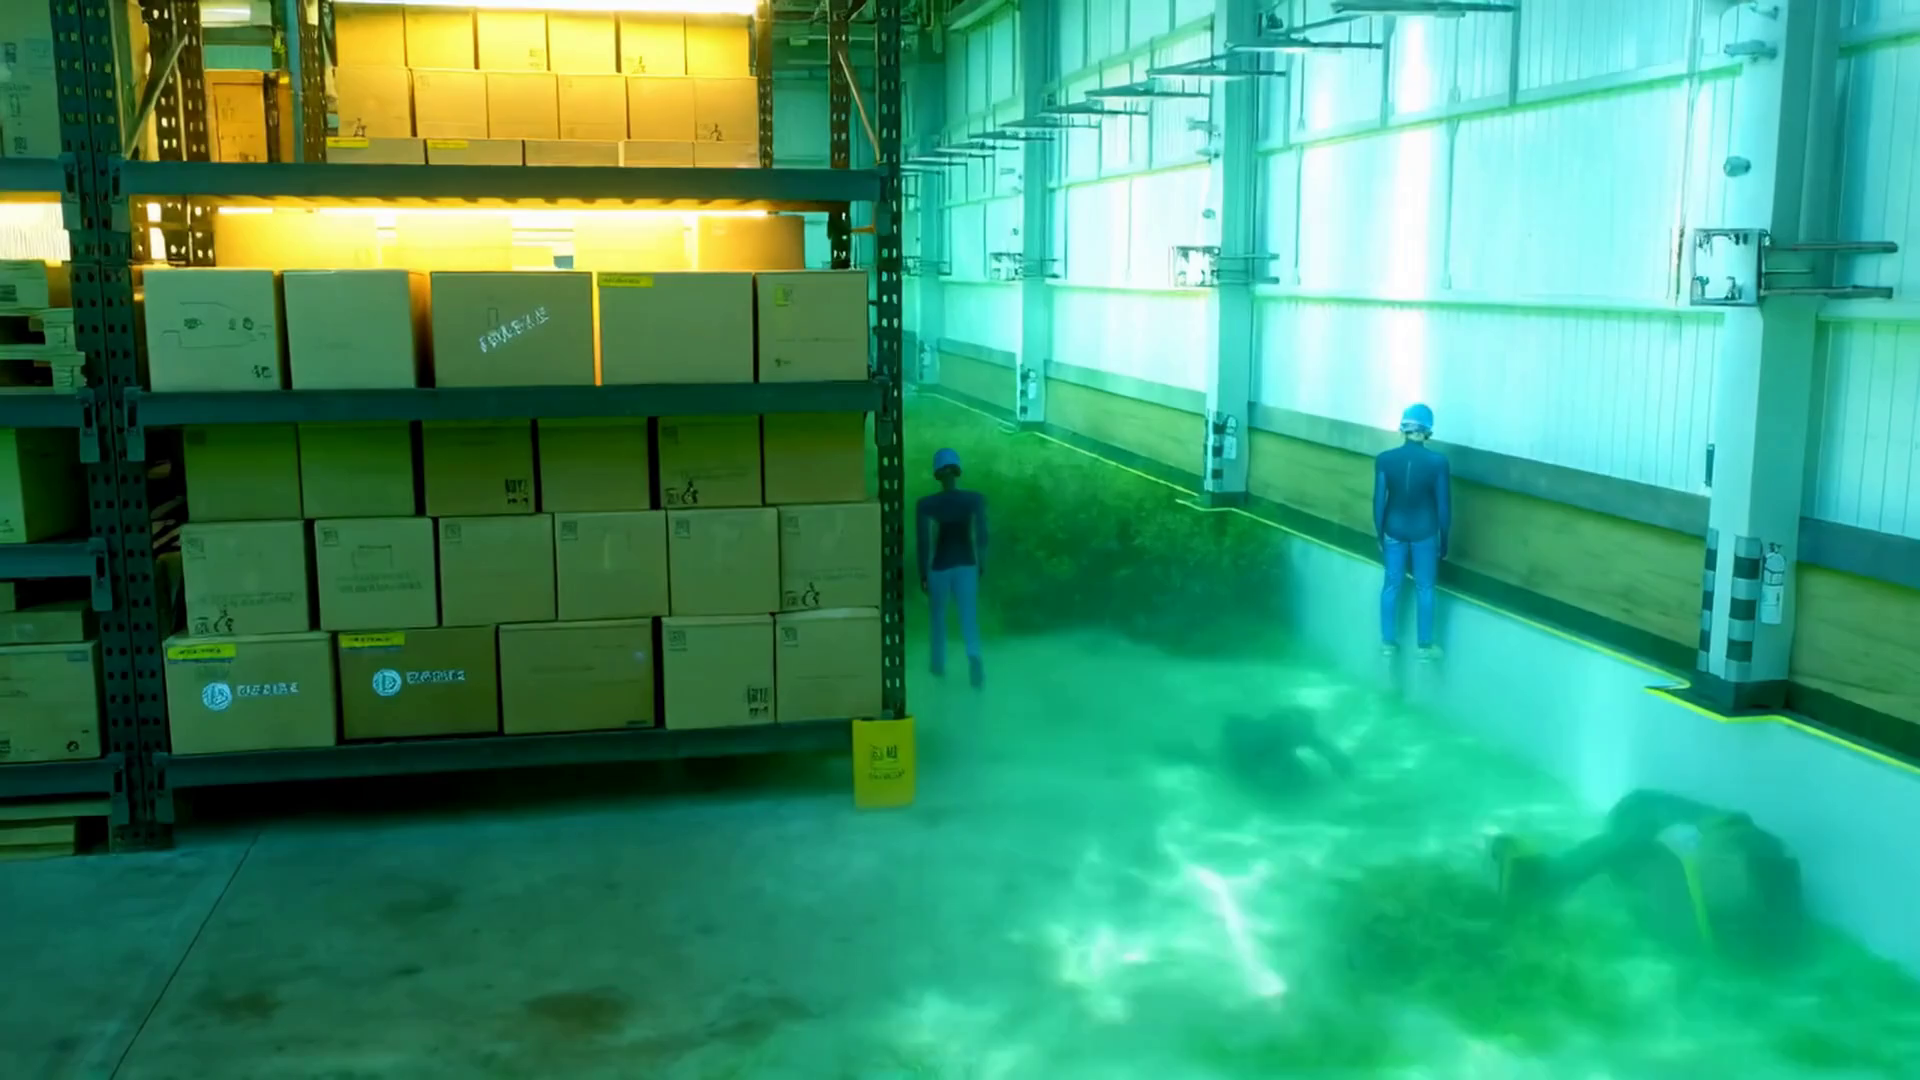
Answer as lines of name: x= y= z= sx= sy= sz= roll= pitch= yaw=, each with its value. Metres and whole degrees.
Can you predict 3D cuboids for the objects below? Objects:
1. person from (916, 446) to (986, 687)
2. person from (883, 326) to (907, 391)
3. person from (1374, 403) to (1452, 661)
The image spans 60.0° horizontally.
person: x=-0.050 y=0.192 z=12.092 sx=0.531 sy=1.740 sz=0.736 roll=-2 pitch=9 yaw=-10
person: x=-1.477 y=-3.958 z=37.418 sx=0.569 sy=1.732 sz=0.674 roll=-2 pitch=10 yaw=-15
person: x=3.497 y=-0.059 z=12.852 sx=0.609 sy=1.995 sz=0.376 roll=6 pitch=11 yaw=33
